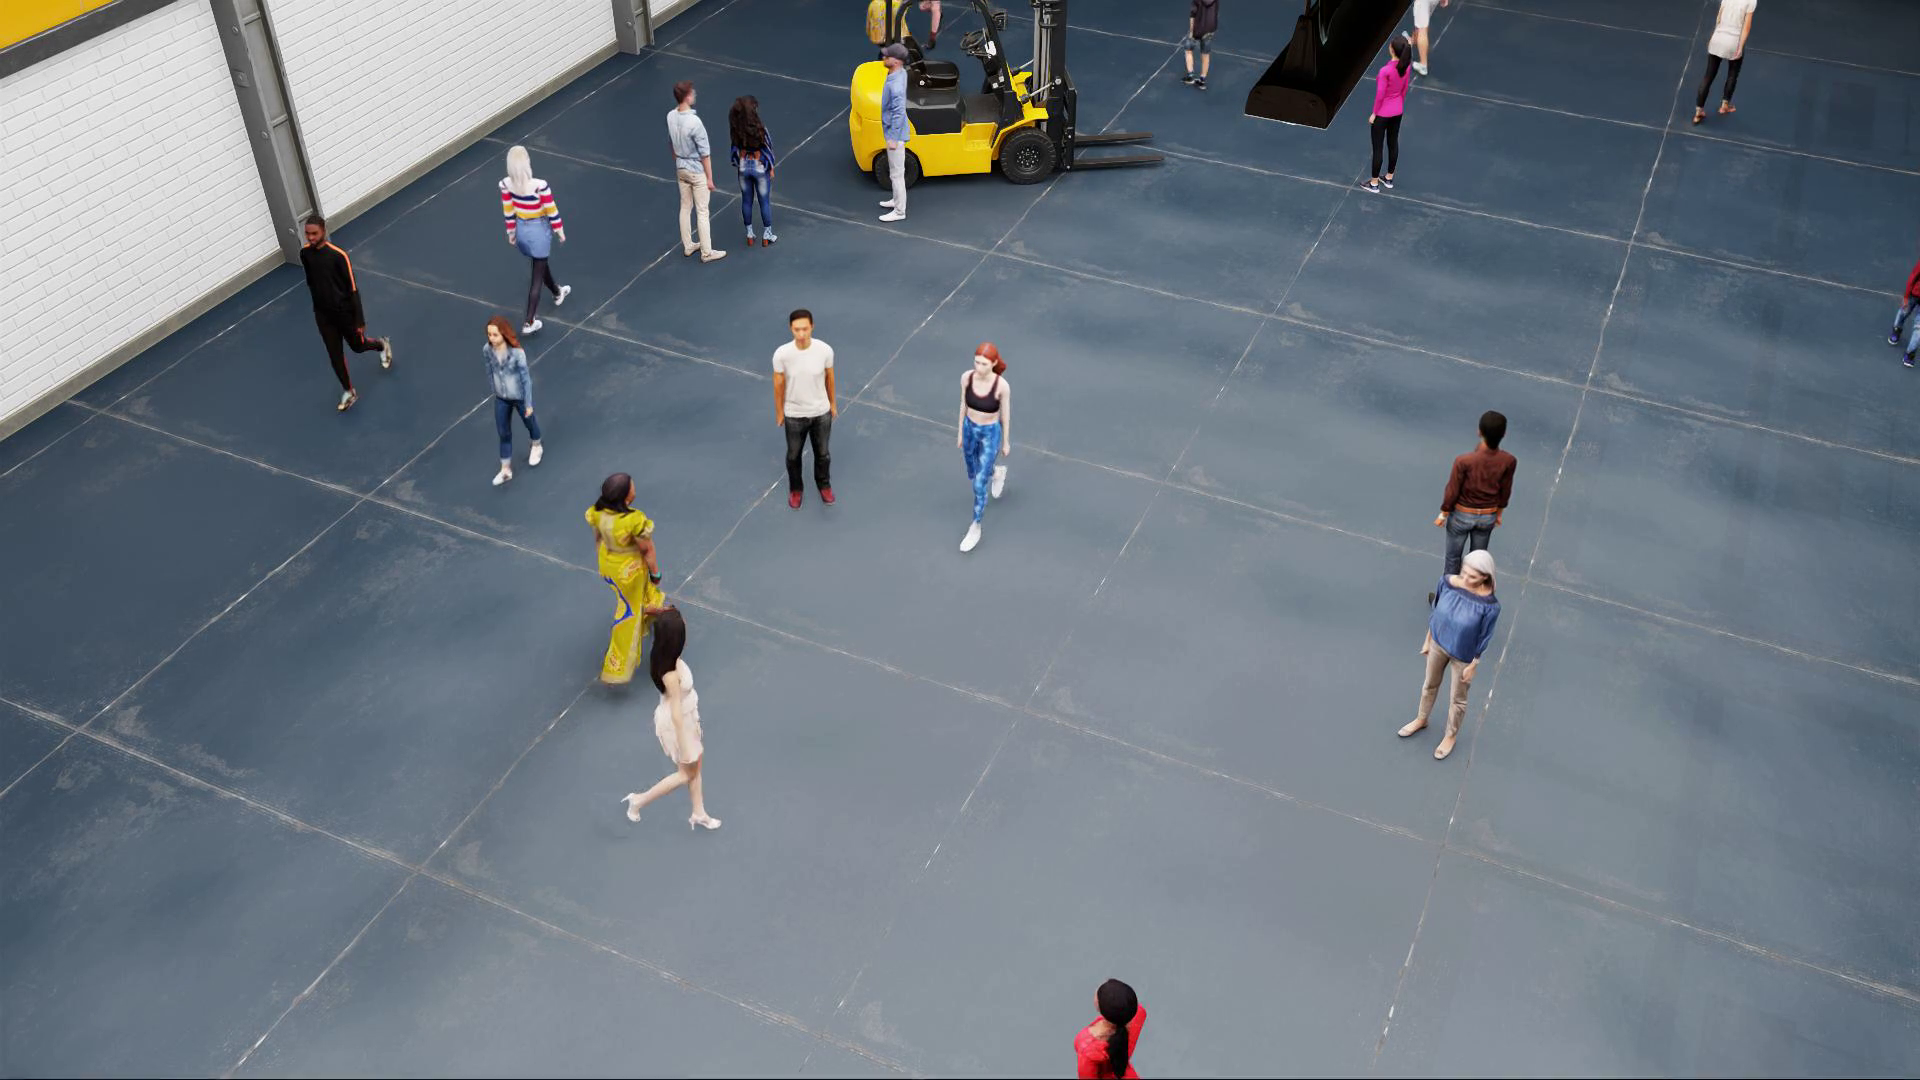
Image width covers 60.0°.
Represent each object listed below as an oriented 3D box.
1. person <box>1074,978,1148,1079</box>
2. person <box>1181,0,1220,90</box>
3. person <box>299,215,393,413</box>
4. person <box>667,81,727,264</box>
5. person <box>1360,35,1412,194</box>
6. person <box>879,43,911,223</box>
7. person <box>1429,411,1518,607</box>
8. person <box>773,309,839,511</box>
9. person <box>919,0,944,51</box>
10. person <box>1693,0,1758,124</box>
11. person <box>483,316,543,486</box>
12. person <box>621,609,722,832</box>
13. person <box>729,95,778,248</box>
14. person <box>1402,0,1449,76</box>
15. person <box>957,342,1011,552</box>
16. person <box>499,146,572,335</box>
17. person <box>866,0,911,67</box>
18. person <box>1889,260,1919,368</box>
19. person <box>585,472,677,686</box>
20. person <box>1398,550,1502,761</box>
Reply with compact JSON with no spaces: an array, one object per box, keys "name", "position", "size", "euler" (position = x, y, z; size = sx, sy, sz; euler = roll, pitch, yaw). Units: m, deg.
[{"name":"person","position":[0.801,2.887,8.384],"size":[1.007,1.760,0.939],"euler":[-29,47,-31]},{"name":"person","position":[2.919,-6.089,19.875],"size":[0.649,1.435,0.706],"euler":[-11,40,-13]},{"name":"person","position":[-5.392,-2.048,14.538],"size":[0.801,1.782,1.123],"euler":[7,39,9]},{"name":"person","position":[-2.660,-3.660,16.504],"size":[0.700,1.847,0.620],"euler":[27,46,29]},{"name":"person","position":[4.572,-4.551,17.747],"size":[0.664,1.698,0.748],"euler":[-20,43,-23]},{"name":"person","position":[-0.663,-4.222,17.176],"size":[0.797,1.886,0.667],"euler":[-1,39,-1]},{"name":"person","position":[3.762,-0.166,12.184],"size":[0.718,1.778,0.691],"euler":[-1,39,-2]},{"name":"person","position":[-1.221,-1.056,13.287],"size":[0.715,1.803,0.749],"euler":[-9,39,-11]},{"name":"person","position":[-0.323,-7.062,20.871],"size":[0.691,1.712,0.864],"euler":[11,40,14]},{"name":"person","position":[8.713,-5.633,19.009],"size":[0.954,1.804,0.789],"euler":[-31,48,-33]},{"name":"person","position":[-3.659,-1.231,13.777],"size":[0.709,1.454,0.950],"euler":[7,39,8]},{"name":"person","position":[-1.871,1.203,10.531],"size":[0.965,1.701,0.927],"euler":[-4,39,-5]},{"name":"person","position":[-2.080,-3.729,16.775],"size":[0.649,1.617,0.610],"euler":[8,39,10]},{"name":"person","position":[5.701,-6.560,20.169],"size":[1.152,1.805,1.262],"euler":[-10,40,-12]},{"name":"person","position":[0.211,-0.811,13.015],"size":[0.591,1.760,1.067],"euler":[17,42,20]},{"name":"person","position":[-3.992,-2.761,15.443],"size":[0.762,1.766,1.174],"euler":[11,40,13]},{"name":"person","position":[-0.766,-5.910,19.500],"size":[1.147,1.623,1.036],"euler":[-18,42,-21]},{"name":"person","position":[8.822,-2.274,15.259],"size":[0.510,1.234,0.891],"euler":[15,41,17]},{"name":"person","position":[-2.394,0.294,11.756],"size":[0.826,1.604,1.267],"euler":[20,43,23]},{"name":"person","position":[3.313,0.732,11.127],"size":[0.682,1.703,0.687],"euler":[-31,48,-33]}]
